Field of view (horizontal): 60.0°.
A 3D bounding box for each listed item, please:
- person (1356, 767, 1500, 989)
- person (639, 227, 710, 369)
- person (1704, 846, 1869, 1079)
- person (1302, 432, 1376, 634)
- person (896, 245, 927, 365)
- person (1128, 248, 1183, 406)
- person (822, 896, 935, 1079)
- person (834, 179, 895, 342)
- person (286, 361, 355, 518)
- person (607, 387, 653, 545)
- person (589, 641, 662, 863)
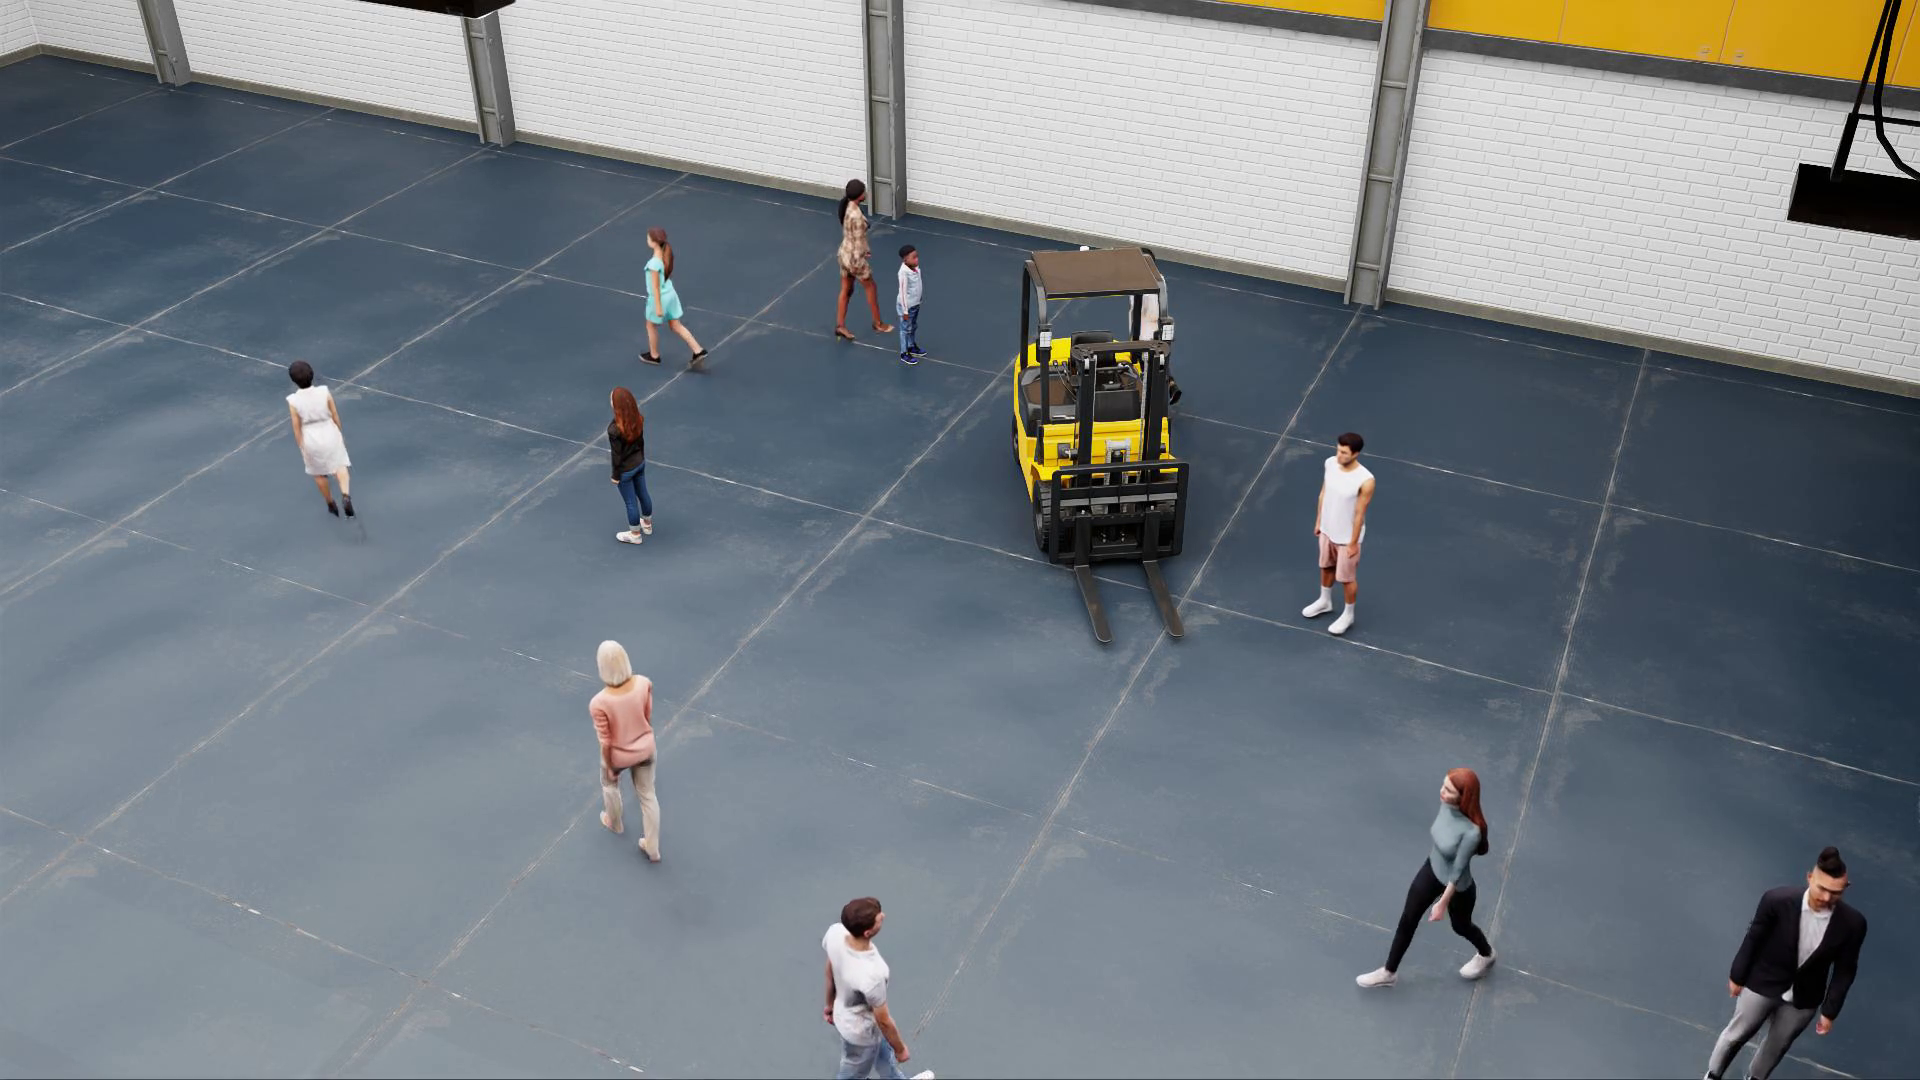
[{"bbox_3d":[2.999,2.072,9.961,1.195,1.706,1.047,-7,34,-11],"label":"person"},{"bbox_3d":[-2.950,-2.436,16.896,1.020,1.535,0.571,13,36,19],"label":"person"},{"bbox_3d":[4.579,2.410,9.232,0.609,1.949,0.794,10,35,15],"label":"person"},{"bbox_3d":[3.033,-0.085,13.138,0.781,1.780,0.681,-20,38,-27],"label":"person"},{"bbox_3d":[-0.523,-2.463,17.185,0.479,1.261,0.471,15,36,21],"label":"person"},{"bbox_3d":[1.854,-2.015,16.120,0.982,1.693,0.791,28,43,35],"label":"person"},{"bbox_3d":[-0.627,2.665,8.969,1.069,1.816,1.068,-17,37,-24],"label":"person"},{"bbox_3d":[-1.198,-2.891,17.372,0.951,1.766,0.909,-14,36,-20],"label":"person"},{"bbox_3d":[-5.534,-0.824,14.469,0.790,1.539,0.884,-17,37,-23],"label":"person"},{"bbox_3d":[-2.833,-0.652,14.260,0.512,1.483,0.569,16,37,23],"label":"person"},{"bbox_3d":[-2.134,1.426,10.935,0.842,1.704,0.960,-20,38,-27],"label":"person"}]
